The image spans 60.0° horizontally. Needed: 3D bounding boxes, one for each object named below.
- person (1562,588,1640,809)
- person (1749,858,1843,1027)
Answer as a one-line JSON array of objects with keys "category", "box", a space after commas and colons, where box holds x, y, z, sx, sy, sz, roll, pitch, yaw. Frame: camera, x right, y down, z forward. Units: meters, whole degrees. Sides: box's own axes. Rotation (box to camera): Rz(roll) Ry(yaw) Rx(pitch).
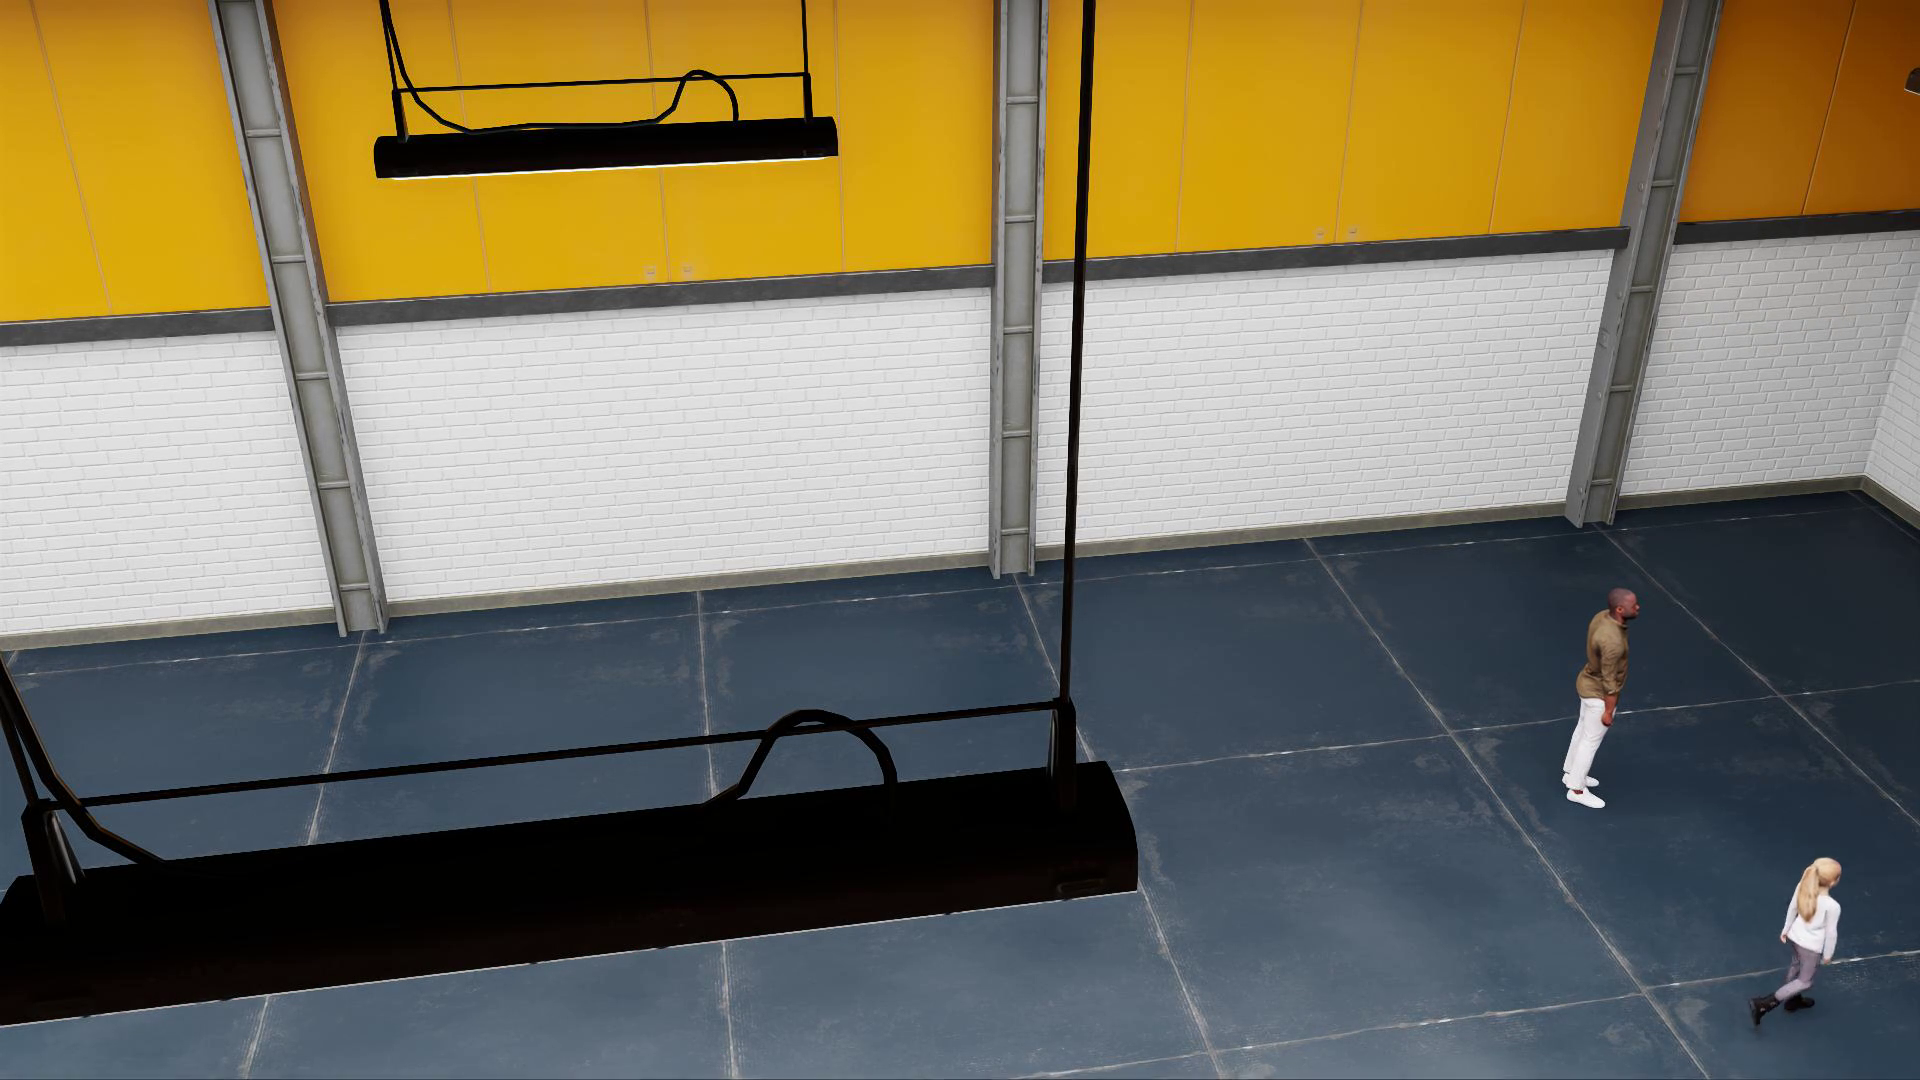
[{"category": "person", "box": [4.819, 1.155, 12.534, 0.732, 1.825, 0.795, 6, 29, 10]}, {"category": "person", "box": [5.320, 2.564, 10.536, 0.821, 1.266, 0.527, -8, 30, -14]}]
